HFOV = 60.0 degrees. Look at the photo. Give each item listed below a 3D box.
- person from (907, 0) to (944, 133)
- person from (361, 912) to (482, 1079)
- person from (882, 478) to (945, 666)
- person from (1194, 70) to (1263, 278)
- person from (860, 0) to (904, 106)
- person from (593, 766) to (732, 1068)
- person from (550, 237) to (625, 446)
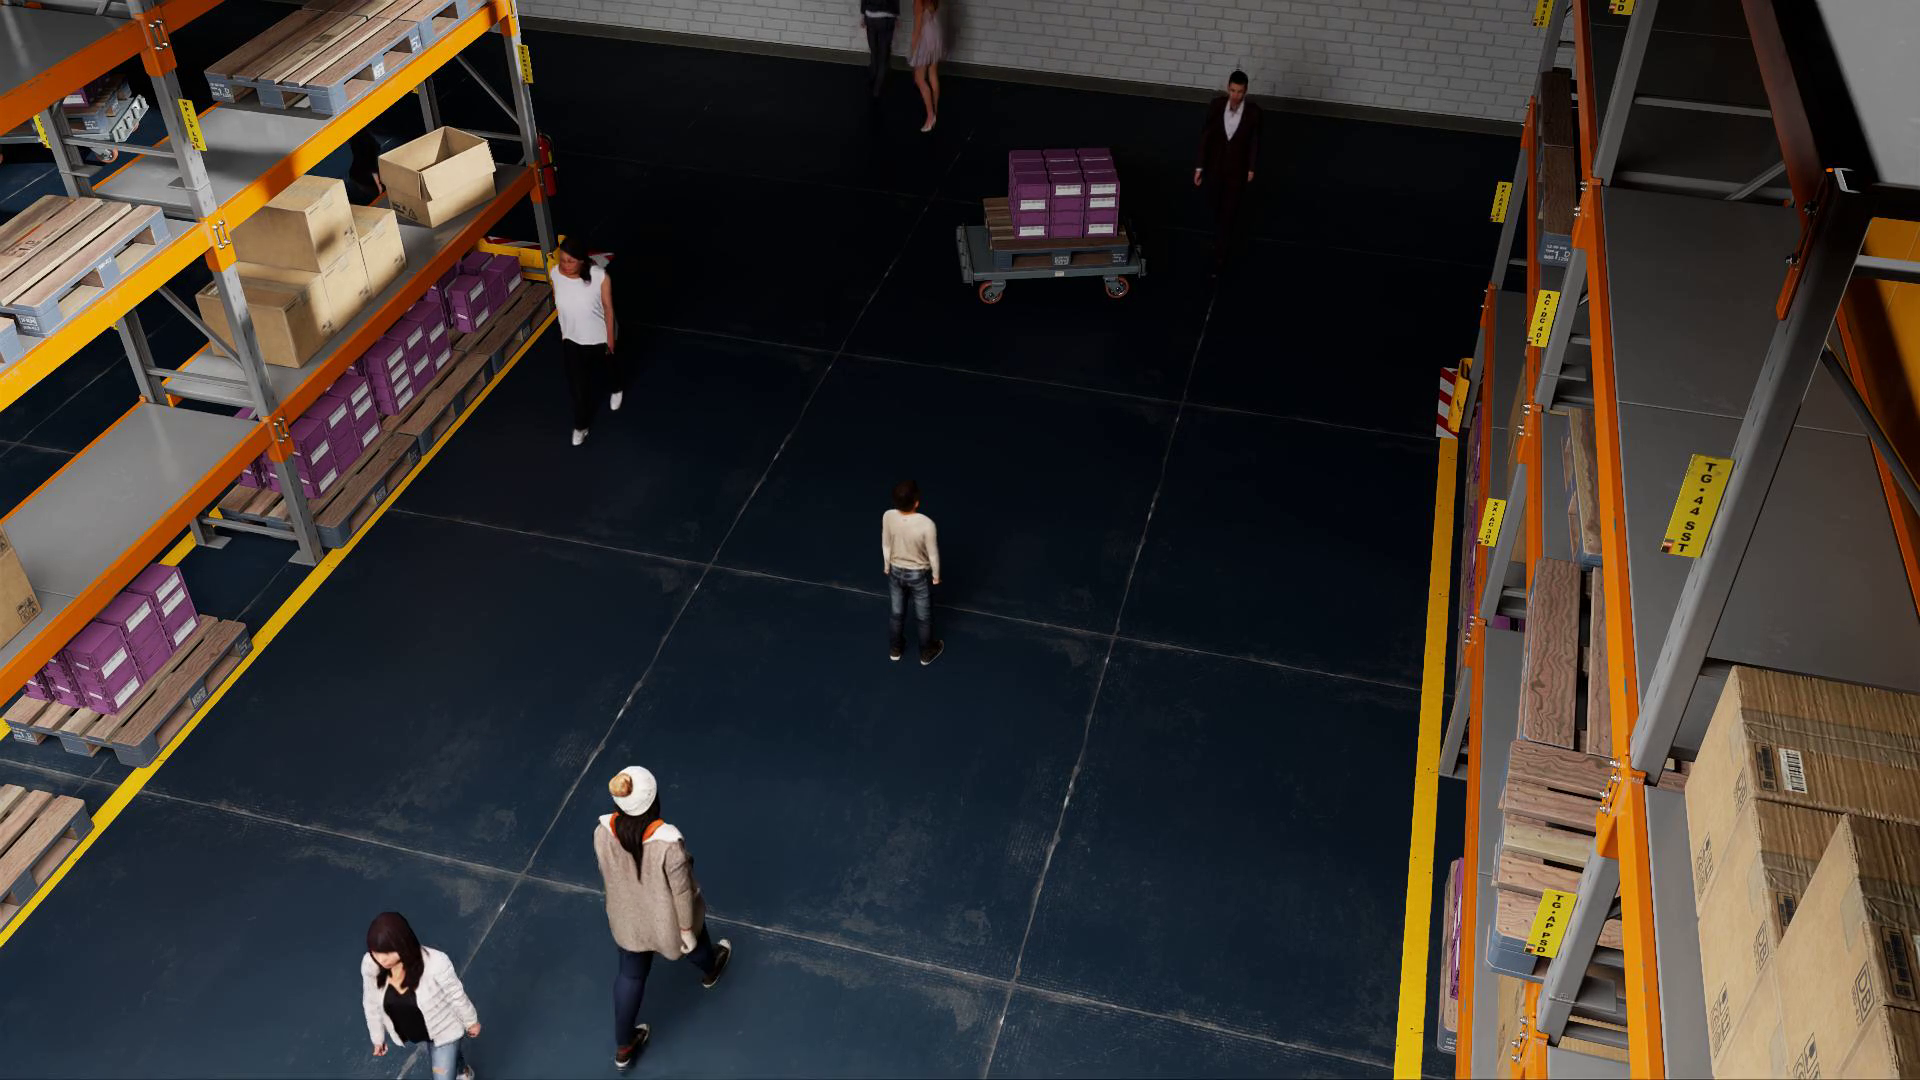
[{"bbox_3d":[-0.305,-5.199,17.493,0.761,1.735,0.585,30,47,32],"label":"person"},{"bbox_3d":[-2.595,2.306,8.195,0.713,1.611,0.901,5,39,6],"label":"person"},{"bbox_3d":[-0.331,0.210,10.937,0.558,1.464,0.517,12,40,15],"label":"person"},{"bbox_3d":[2.437,-3.419,15.196,0.792,1.820,1.249,14,41,17],"label":"person"},{"bbox_3d":[-0.855,-5.519,17.894,0.777,1.734,1.038,14,41,17],"label":"person"},{"bbox_3d":[-1.628,1.941,8.462,0.742,1.849,1.159,12,40,14],"label":"person"},{"bbox_3d":[-2.895,-1.658,13.127,0.772,1.650,1.129,4,39,5],"label":"person"}]
